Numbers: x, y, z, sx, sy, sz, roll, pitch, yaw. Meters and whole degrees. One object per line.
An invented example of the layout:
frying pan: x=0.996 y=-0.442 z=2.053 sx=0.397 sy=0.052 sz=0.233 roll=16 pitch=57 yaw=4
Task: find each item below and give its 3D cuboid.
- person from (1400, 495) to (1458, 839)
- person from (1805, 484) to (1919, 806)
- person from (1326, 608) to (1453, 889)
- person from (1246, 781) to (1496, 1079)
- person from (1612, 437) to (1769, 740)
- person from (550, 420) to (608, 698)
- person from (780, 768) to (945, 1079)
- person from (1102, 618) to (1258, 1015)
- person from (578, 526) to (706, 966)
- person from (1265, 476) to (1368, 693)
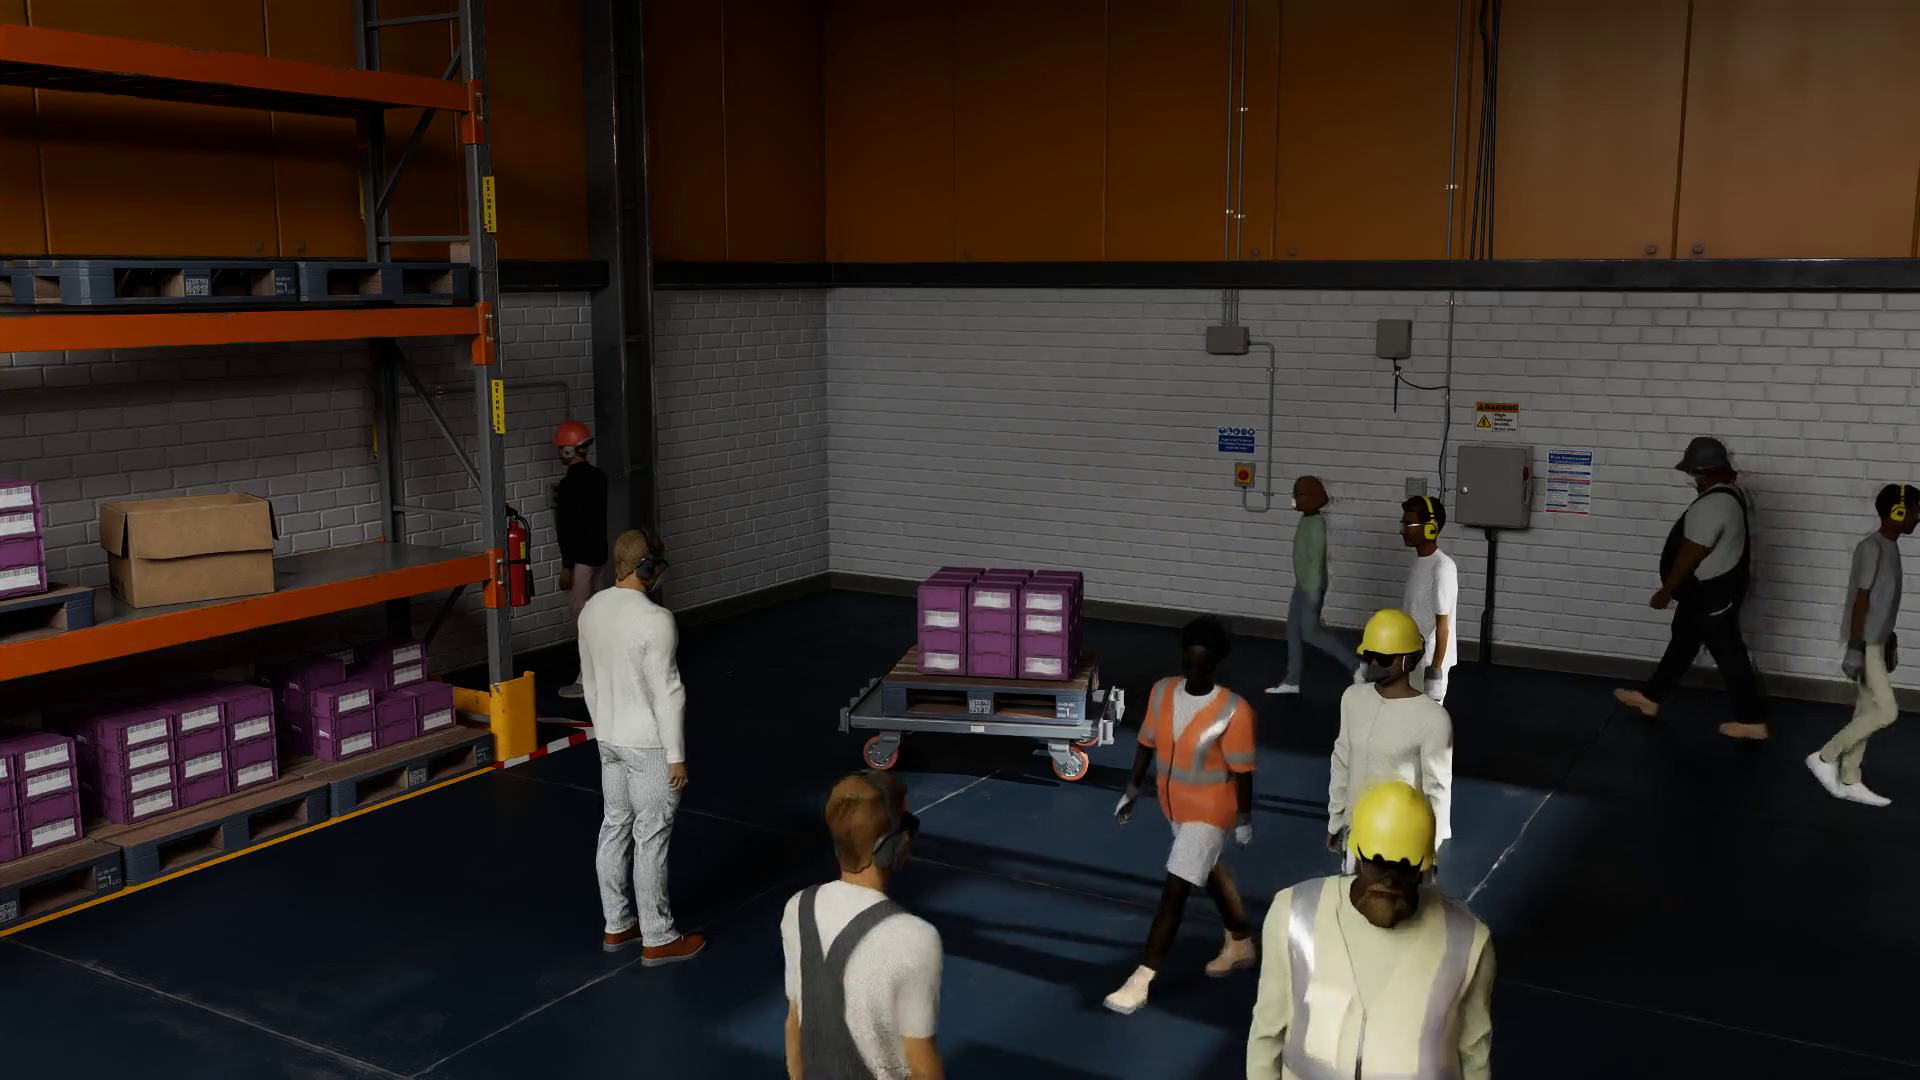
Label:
person: x=2.493 y=0.683 z=8.935 sx=0.323 sy=1.862 sz=0.511 roll=0 pitch=9 yaw=-1
person: x=5.206 y=0.601 z=9.470 sx=0.402 sy=1.845 sz=0.560 roll=8 pitch=12 yaw=41
person: x=1.635 y=1.132 z=6.412 sx=0.309 sy=1.769 sz=0.525 roll=-8 pitch=12 yaw=-39
person: x=1.054 y=1.455 z=4.286 sx=0.594 sy=1.806 sz=0.790 roll=3 pitch=10 yaw=21
person: x=4.884 y=0.272 z=10.926 sx=0.998 sy=2.000 sz=0.689 roll=5 pitch=10 yaw=28
person: x=-2.724 y=0.134 z=11.934 sx=0.400 sy=1.989 sz=0.623 roll=2 pitch=9 yaw=12
person: x=-0.260 y=1.474 z=4.081 sx=0.528 sy=1.831 sz=0.498 roll=8 pitch=12 yaw=42
person: x=0.969 y=1.114 z=6.912 sx=0.879 sy=1.644 sz=0.550 roll=-6 pitch=11 yaw=-34
person: x=-1.413 y=0.901 z=7.330 sx=0.628 sy=1.935 sz=0.373 roll=8 pitch=12 yaw=42
person: x=2.562 y=0.342 z=11.852 sx=0.643 sy=1.617 sz=0.503 roll=0 pitch=9 yaw=2
